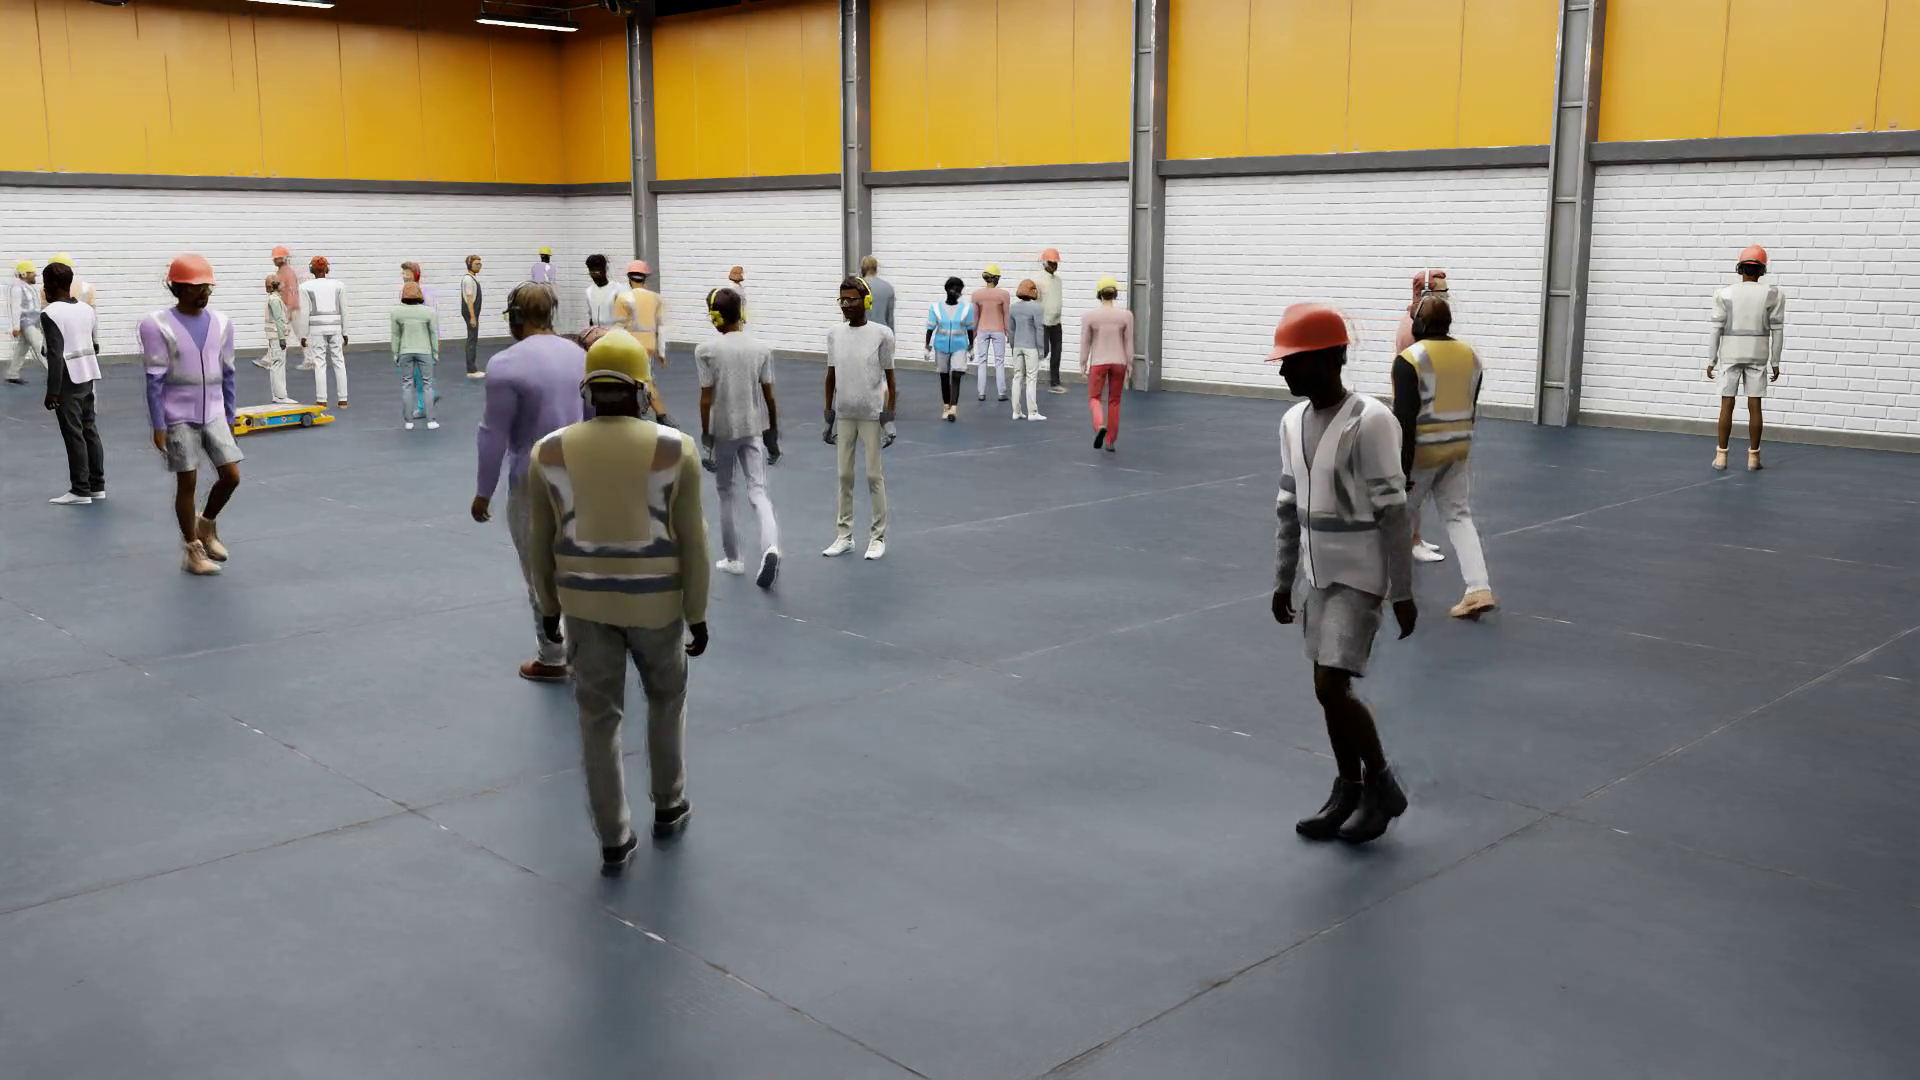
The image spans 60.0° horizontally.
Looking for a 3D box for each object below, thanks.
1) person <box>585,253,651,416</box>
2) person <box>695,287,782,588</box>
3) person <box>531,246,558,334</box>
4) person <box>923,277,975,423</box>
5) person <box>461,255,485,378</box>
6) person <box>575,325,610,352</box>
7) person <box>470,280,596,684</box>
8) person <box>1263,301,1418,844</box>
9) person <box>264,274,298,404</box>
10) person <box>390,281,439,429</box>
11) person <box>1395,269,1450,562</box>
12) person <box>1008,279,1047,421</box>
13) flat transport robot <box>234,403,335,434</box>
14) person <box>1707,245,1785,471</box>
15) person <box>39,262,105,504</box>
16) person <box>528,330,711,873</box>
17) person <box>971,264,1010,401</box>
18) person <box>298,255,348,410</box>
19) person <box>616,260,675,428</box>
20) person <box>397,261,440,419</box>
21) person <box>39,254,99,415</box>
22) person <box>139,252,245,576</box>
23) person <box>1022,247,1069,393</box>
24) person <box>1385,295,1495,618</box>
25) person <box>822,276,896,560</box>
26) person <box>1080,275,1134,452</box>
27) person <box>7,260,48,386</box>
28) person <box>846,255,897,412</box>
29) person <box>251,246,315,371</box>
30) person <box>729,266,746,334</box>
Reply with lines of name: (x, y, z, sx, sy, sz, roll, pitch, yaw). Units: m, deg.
person: (-3.909, -2.294, 18.945, 0.673, 1.932, 0.753, 6, 12, 30)
person: (-1.340, -0.634, 10.218, 0.541, 1.827, 0.895, -5, 11, -24)
person: (-8.052, -4.743, 32.347, 0.588, 1.918, 0.397, 6, 12, 31)
person: (-0.124, -2.159, 18.960, 0.572, 1.640, 0.882, 1, 10, 5)
person: (-7.294, -3.346, 24.931, 0.345, 1.842, 0.505, -2, 11, -12)
person: (-2.188, -0.489, 10.005, 0.524, 1.609, 0.661, 1, 10, 6)
person: (-1.994, -0.268, 7.933, 0.432, 1.921, 0.650, 5, 12, 27)
person: (1.283, 0.134, 5.788, 0.479, 1.907, 0.599, -4, 11, -22)
person: (-8.644, -2.543, 21.093, 0.309, 1.645, 0.515, -6, 12, -29)
person: (-6.003, -2.029, 18.338, 0.500, 1.632, 0.273, -1, 10, -8)
person: (3.072, -0.826, 11.010, 0.407, 1.910, 0.639, 2, 11, 12)
person: (0.776, -2.198, 19.233, 0.498, 1.635, 0.281, 9, 14, 42)
flat transport robot: (-7.676, -1.346, 18.313, 0.652, 0.197, 1.431, 5, 12, 26)
person: (7.146, -1.655, 15.161, 0.614, 2.041, 0.389, 4, 11, 22)
person: (-7.082, -1.244, 13.264, 0.392, 1.919, 0.590, 0, 10, 0)
person: (-1.150, 0.186, 5.747, 0.618, 1.807, 0.739, 0, 10, -2)
person: (0.403, -2.671, 21.471, 0.524, 1.764, 0.329, 2, 11, 13)
person: (-7.792, -2.536, 20.405, 0.573, 1.883, 0.353, -8, 13, -36)
person: (-3.346, -2.023, 17.642, 0.988, 1.882, 0.560, 9, 13, 39)
person: (-6.324, -2.322, 19.374, 0.597, 1.830, 0.434, 8, 13, 38)
person: (-10.500, -2.390, 19.627, 0.620, 1.931, 0.420, -9, 14, -41)
person: (-4.792, -0.776, 10.426, 0.471, 2.030, 0.627, 8, 13, 36)
person: (1.142, -2.977, 22.576, 0.712, 1.973, 0.621, 9, 14, 42)
person: (2.693, -0.468, 9.361, 0.637, 1.807, 0.919, -5, 11, -24)
person: (-0.668, -0.802, 10.987, 0.534, 1.868, 0.309, 4, 11, 21)
person: (1.445, -1.712, 16.284, 0.536, 1.755, 0.546, 0, 10, -2)
person: (-13.099, -3.051, 23.498, 0.938, 1.780, 0.605, -2, 11, -13)
person: (-0.991, -2.387, 19.537, 0.678, 1.906, 0.844, -9, 13, -39)
person: (-10.666, -3.626, 26.143, 0.637, 1.945, 1.027, 10, 14, 43)
person: (-3.591, -3.600, 26.894, 0.268, 1.630, 0.512, 2, 11, 11)
